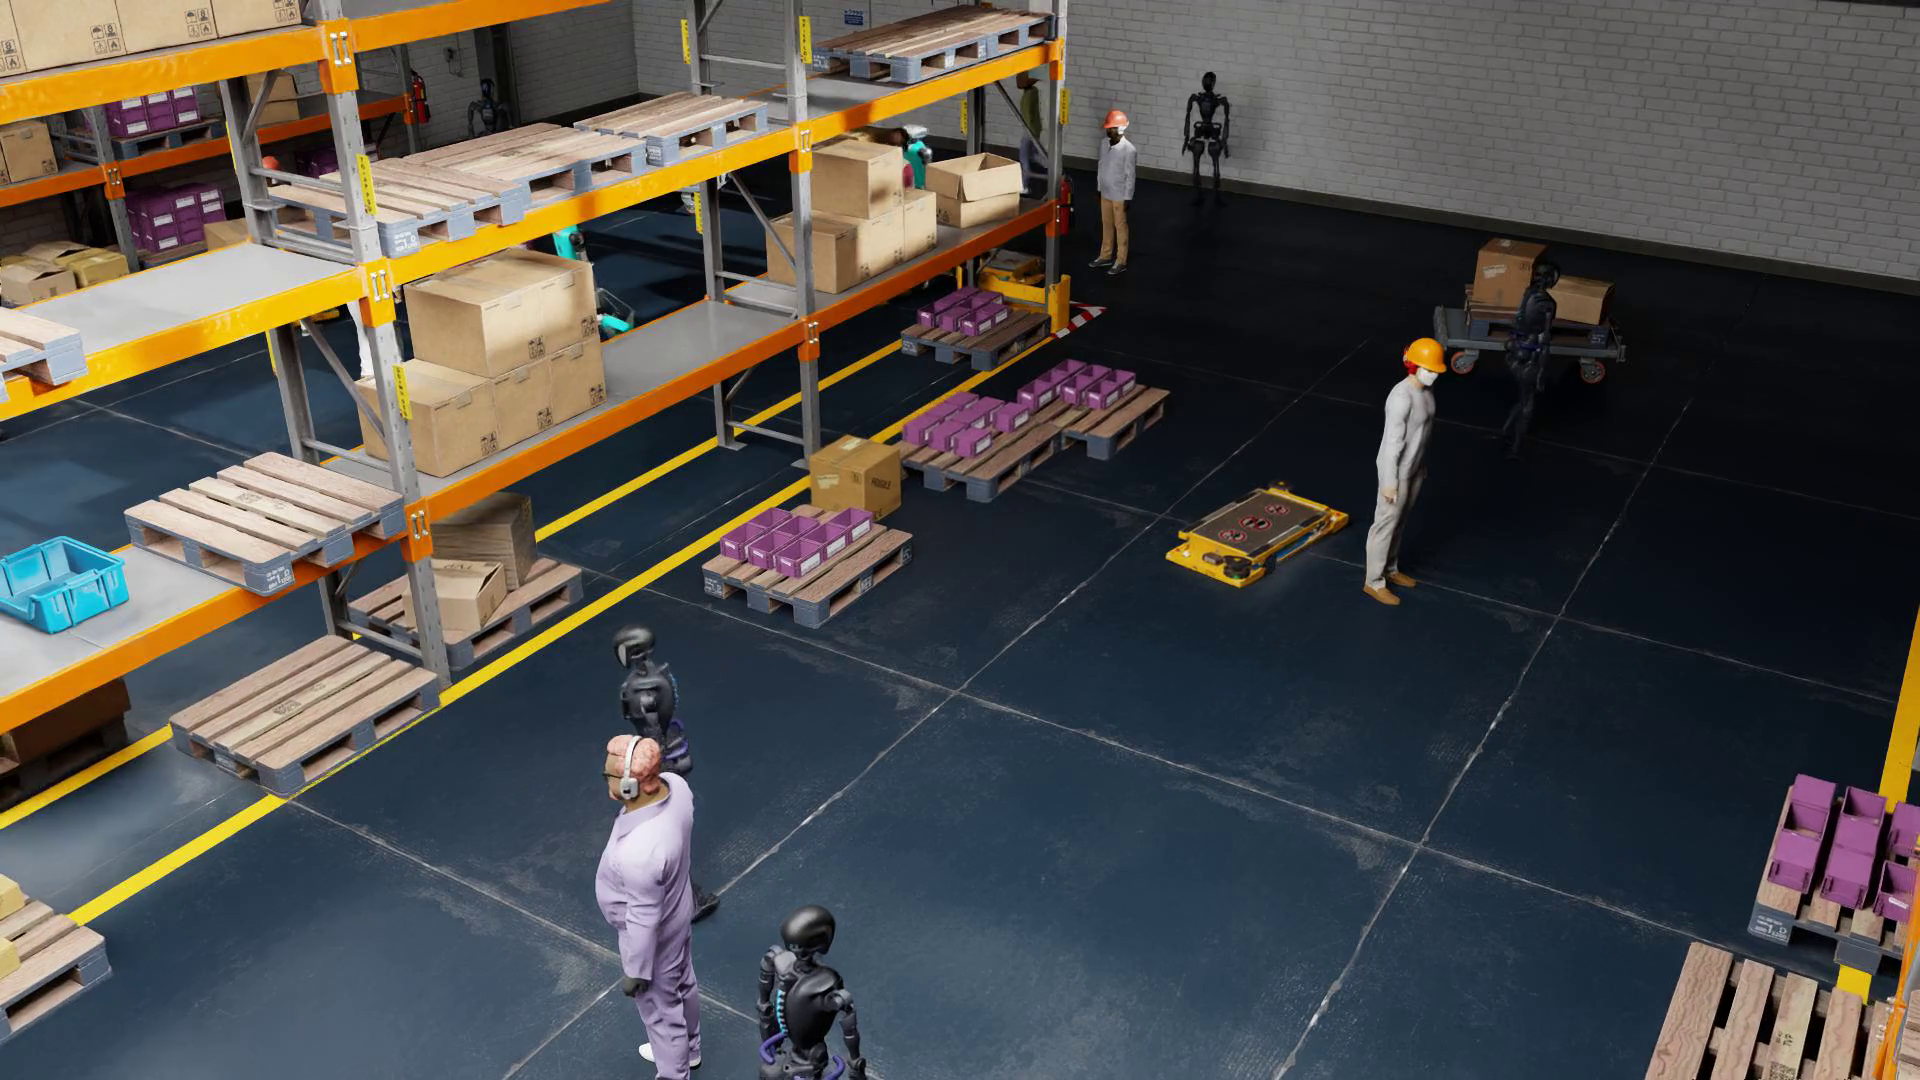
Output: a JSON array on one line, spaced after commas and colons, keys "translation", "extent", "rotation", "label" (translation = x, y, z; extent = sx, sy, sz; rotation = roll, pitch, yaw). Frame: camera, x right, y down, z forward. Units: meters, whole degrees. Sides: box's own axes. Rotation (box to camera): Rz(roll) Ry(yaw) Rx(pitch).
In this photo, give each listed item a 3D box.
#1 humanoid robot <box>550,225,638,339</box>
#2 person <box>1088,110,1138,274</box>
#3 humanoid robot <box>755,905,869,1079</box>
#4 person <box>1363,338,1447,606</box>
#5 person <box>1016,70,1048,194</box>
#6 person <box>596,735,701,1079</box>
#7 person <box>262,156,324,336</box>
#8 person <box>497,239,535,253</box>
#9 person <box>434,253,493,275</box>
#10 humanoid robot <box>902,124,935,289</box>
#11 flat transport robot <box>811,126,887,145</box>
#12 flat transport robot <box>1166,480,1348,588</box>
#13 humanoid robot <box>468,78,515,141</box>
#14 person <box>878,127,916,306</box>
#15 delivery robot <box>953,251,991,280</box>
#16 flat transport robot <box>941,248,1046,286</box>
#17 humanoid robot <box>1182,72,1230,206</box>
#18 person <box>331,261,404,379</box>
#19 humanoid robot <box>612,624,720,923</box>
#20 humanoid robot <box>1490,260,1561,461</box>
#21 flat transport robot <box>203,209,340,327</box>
[{"translation": [-3.184, -2.118, 14.810], "extent": [0.771, 1.821, 0.537], "rotation": [-19, 33, -33], "label": "humanoid robot"}, {"translation": [1.656, -3.766, 17.976], "extent": [0.331, 1.752, 0.561], "rotation": [-16, 31, -29], "label": "person"}, {"translation": [-0.576, 2.118, 6.469], "extent": [0.608, 1.642, 0.384], "rotation": [22, 34, 36], "label": "humanoid robot"}, {"translation": [3.051, -0.488, 11.373], "extent": [0.386, 1.889, 0.569], "rotation": [19, 32, 32], "label": "person"}, {"translation": [0.951, -5.088, 20.741], "extent": [0.637, 1.606, 0.512], "rotation": [9, 28, 17], "label": "person"}, {"translation": [-1.333, 1.654, 7.132], "extent": [0.413, 1.908, 0.639], "rotation": [1, 27, 3], "label": "person"}, {"translation": [-6.589, -2.855, 16.182], "extent": [0.572, 1.748, 0.341], "rotation": [3, 27, 7], "label": "person"}, {"translation": [-4.301, -2.868, 16.017], "extent": [0.459, 1.928, 0.491], "rotation": [-21, 33, -35], "label": "person"}, {"translation": [-4.249, -1.956, 14.332], "extent": [0.535, 1.826, 0.642], "rotation": [0, 27, 0], "label": "person"}, {"translation": [-0.262, -3.522, 17.531], "extent": [0.816, 1.788, 0.534], "rotation": [-20, 33, -34], "label": "humanoid robot"}, {"translation": [-1.185, -4.050, 20.179], "extent": [1.431, 0.231, 0.659], "rotation": [21, 34, 35], "label": "flat transport robot"}, {"translation": [2.217, -0.057, 12.311], "extent": [0.659, 0.231, 1.431], "rotation": [23, 35, 38], "label": "flat transport robot"}, {"translation": [-5.585, -4.703, 19.906], "extent": [0.586, 1.641, 0.458], "rotation": [-2, 27, -5], "label": "humanoid robot"}, {"translation": [-0.755, -3.288, 16.990], "extent": [0.638, 1.788, 0.636], "rotation": [-15, 30, -27], "label": "person"}, {"translation": [-0.055, -3.121, 18.011], "extent": [0.757, 0.576, 0.499], "rotation": [13, 30, 24], "label": "delivery robot"}, {"translation": [0.235, -2.979, 18.068], "extent": [1.431, 0.231, 0.659], "rotation": [16, 31, 28], "label": "flat transport robot"}, {"translation": [3.024, -4.896, 20.293], "extent": [0.602, 1.629, 0.396], "rotation": [9, 28, 17], "label": "humanoid robot"}, {"translation": [-5.268, -2.273, 14.840], "extent": [0.626, 1.934, 0.372], "rotation": [1, 27, 2], "label": "person"}, {"translation": [-1.485, 1.147, 8.380], "extent": [0.395, 1.638, 0.606], "rotation": [-7, 28, -14], "label": "humanoid robot"}, {"translation": [4.626, -1.489, 13.583], "extent": [0.363, 1.649, 0.608], "rotation": [-3, 27, -6], "label": "humanoid robot"}, {"translation": [-6.967, -2.488, 17.101], "extent": [0.659, 0.231, 1.431], "rotation": [-20, 33, -34], "label": "flat transport robot"}]
